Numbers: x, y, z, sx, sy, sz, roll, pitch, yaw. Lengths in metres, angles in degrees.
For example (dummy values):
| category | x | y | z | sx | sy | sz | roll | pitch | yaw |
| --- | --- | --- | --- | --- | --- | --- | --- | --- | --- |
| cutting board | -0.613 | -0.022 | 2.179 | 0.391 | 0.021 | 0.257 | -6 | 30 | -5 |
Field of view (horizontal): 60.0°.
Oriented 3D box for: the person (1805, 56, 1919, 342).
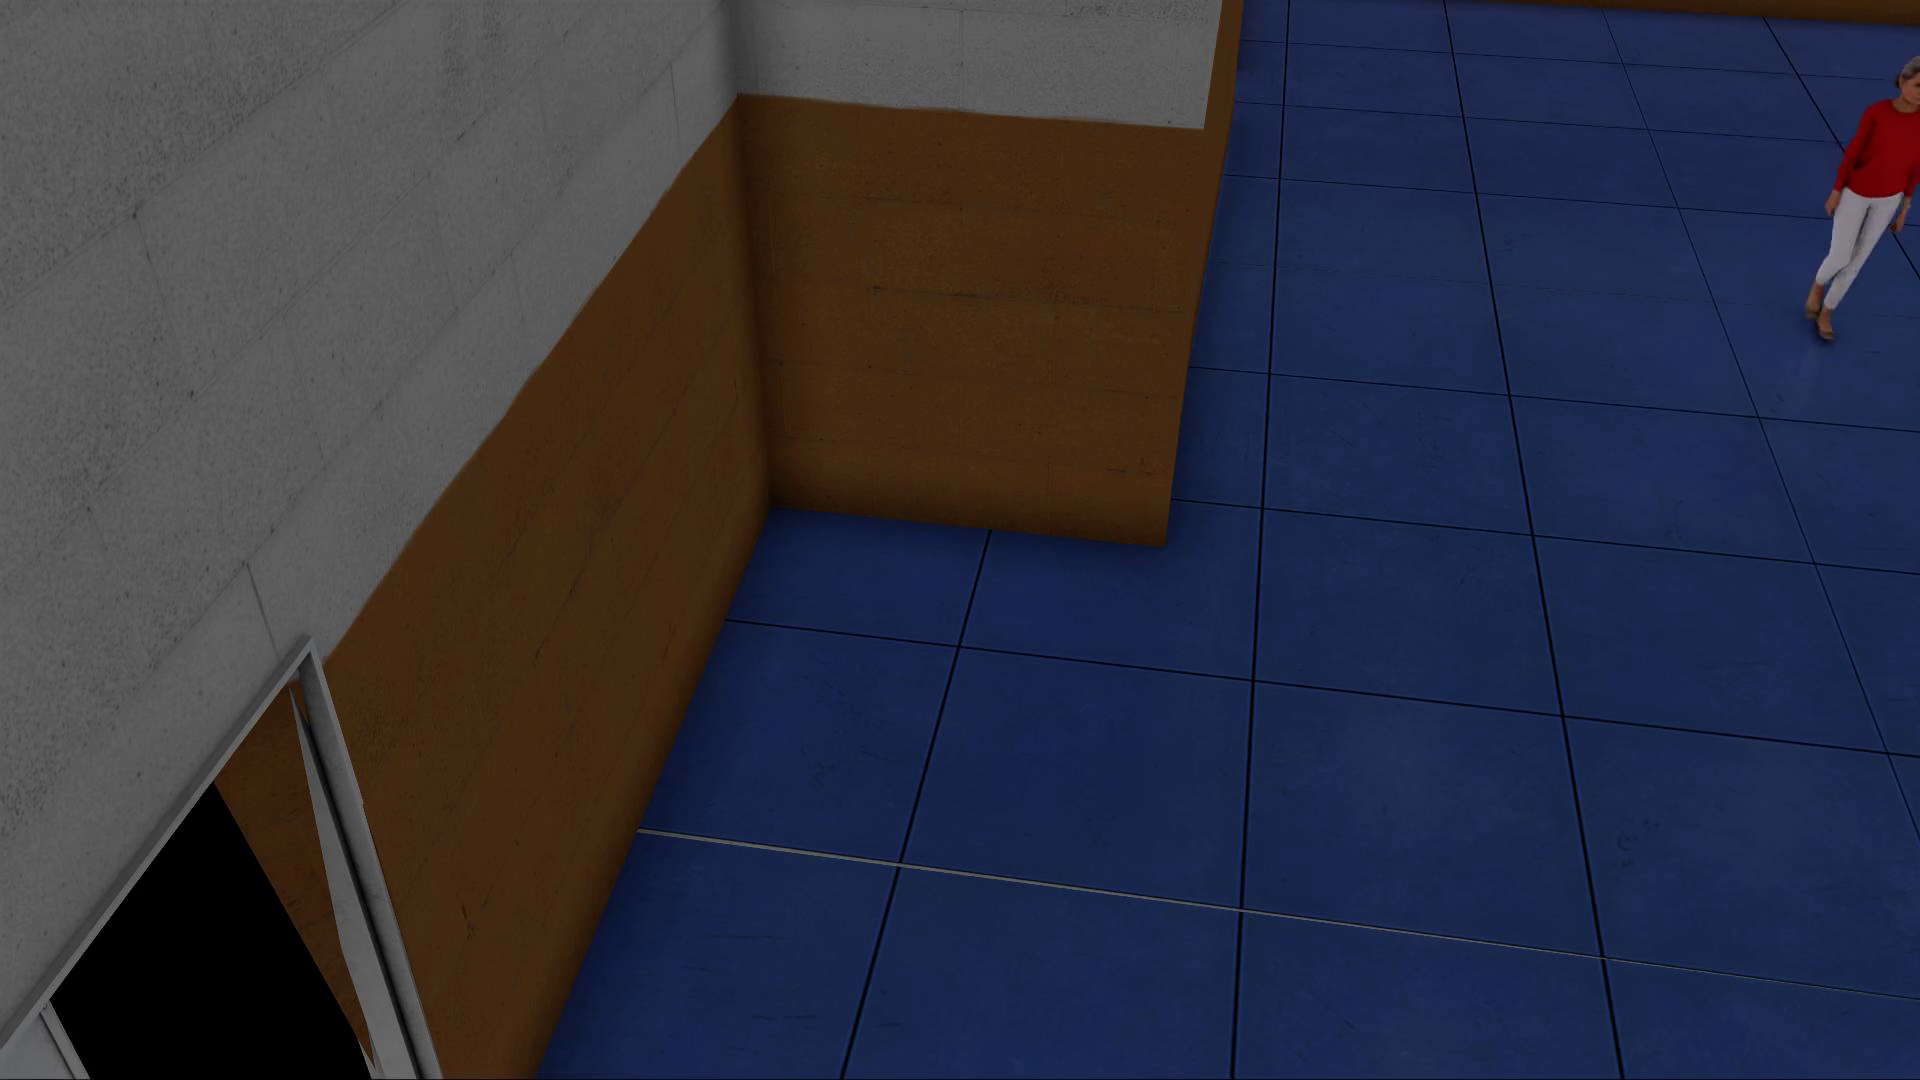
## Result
| category | x | y | z | sx | sy | sz | roll | pitch | yaw |
| --- | --- | --- | --- | --- | --- | --- | --- | --- | --- |
| person | 5.137 | -1.959 | 9.459 | 0.566 | 1.683 | 0.634 | 4 | 37 | 5 |
